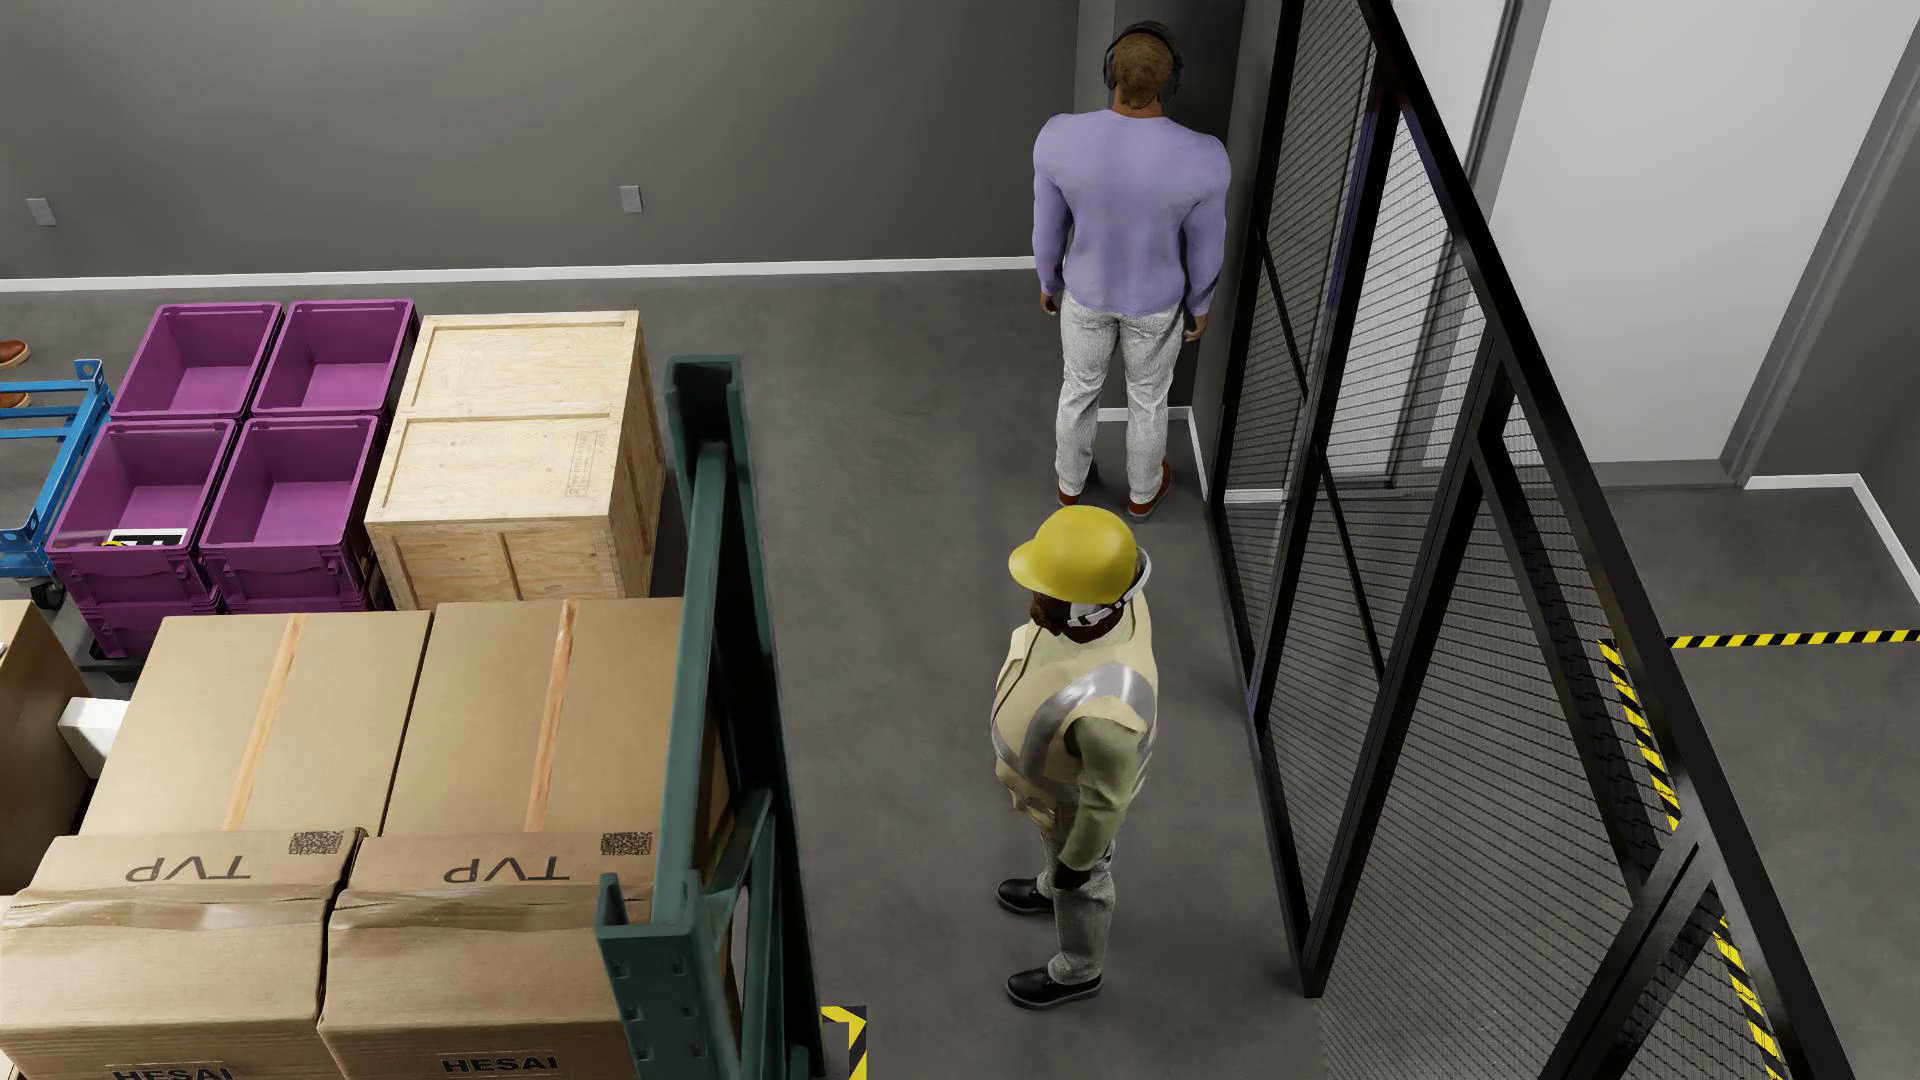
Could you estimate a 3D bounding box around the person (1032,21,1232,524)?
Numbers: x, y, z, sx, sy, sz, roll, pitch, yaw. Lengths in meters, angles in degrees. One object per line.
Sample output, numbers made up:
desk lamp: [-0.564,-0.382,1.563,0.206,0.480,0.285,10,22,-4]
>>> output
person: [0.545,-0.832,5.551,0.630,1.940,0.372,10,47,9]

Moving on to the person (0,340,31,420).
person: [-3.904,-1.308,5.966,0.382,1.996,0.608,-13,48,-12]

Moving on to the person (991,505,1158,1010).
person: [0.278,0.582,4.273,0.404,1.832,0.598,-2,46,-2]
